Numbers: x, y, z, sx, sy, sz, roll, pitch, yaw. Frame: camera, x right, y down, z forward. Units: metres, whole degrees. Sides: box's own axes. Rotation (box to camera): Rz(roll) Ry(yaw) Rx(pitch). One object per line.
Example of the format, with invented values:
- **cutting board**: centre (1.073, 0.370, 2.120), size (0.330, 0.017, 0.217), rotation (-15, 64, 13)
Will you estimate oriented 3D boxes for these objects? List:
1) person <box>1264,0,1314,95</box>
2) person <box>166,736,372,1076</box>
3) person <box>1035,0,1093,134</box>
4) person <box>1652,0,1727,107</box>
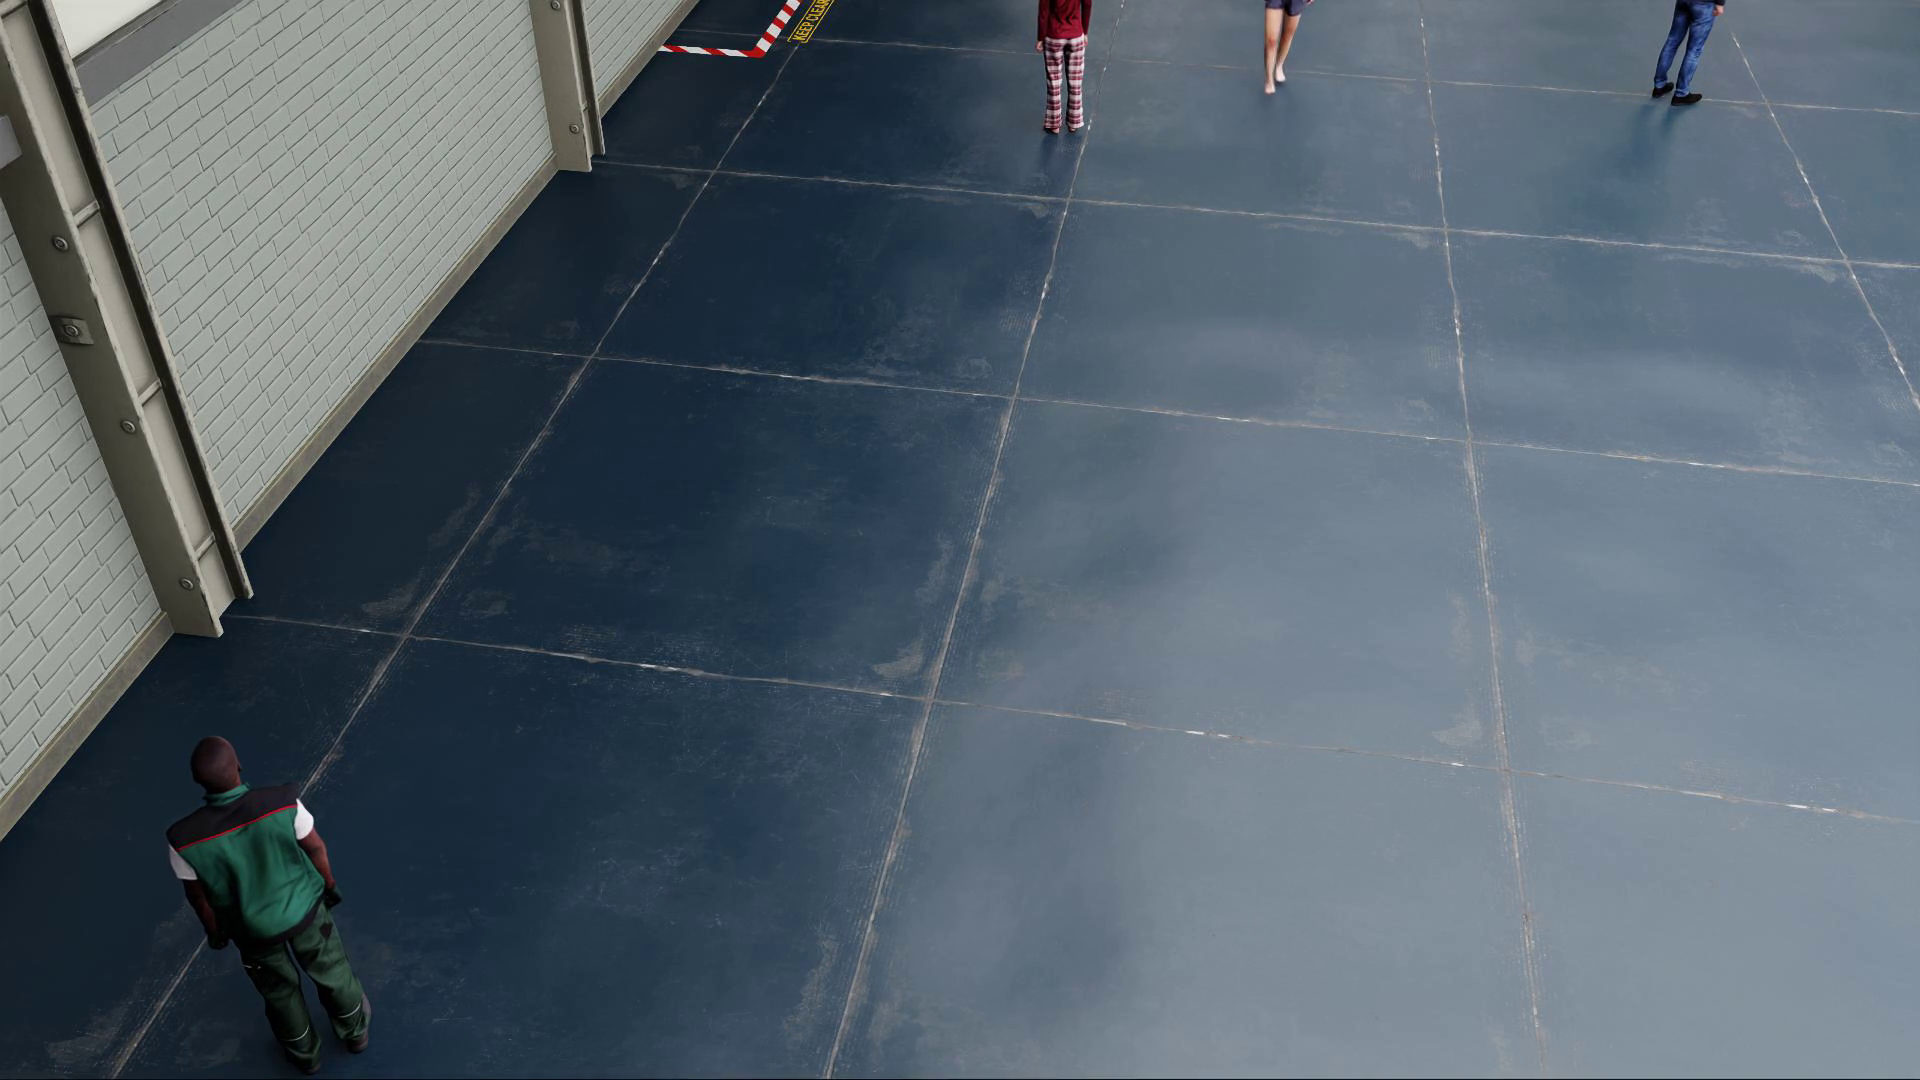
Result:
- **person**: centre (2.918, -4.910, 14.967), size (0.684, 1.626, 0.874), rotation (-1, 38, -1)
- **person**: centre (-2.738, 1.472, 6.637), size (0.786, 1.839, 0.823), rotation (-19, 42, -23)
- **person**: centre (0.886, -4.291, 14.120), size (0.682, 1.696, 0.641), rotation (-8, 39, -10)
- **person**: centre (6.467, -4.771, 14.572), size (0.816, 1.894, 0.739), rotation (-20, 42, -24)
